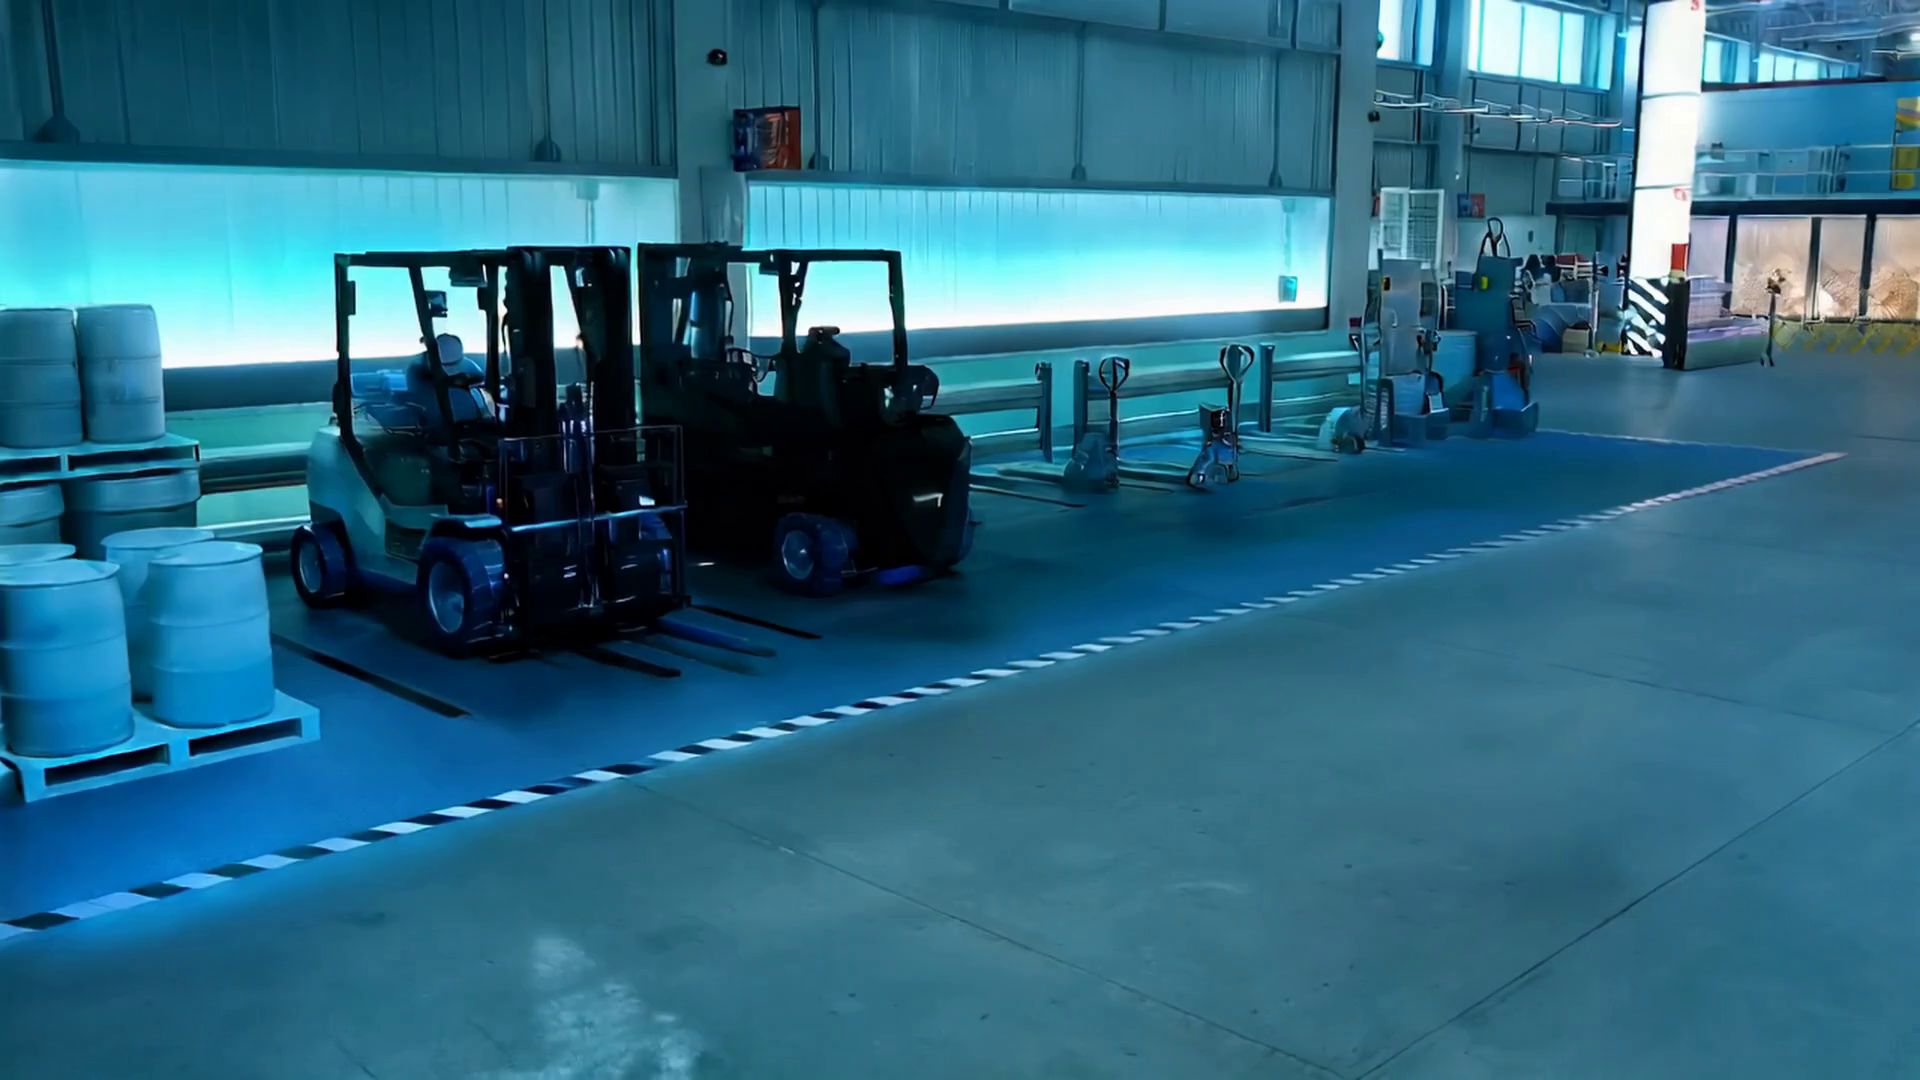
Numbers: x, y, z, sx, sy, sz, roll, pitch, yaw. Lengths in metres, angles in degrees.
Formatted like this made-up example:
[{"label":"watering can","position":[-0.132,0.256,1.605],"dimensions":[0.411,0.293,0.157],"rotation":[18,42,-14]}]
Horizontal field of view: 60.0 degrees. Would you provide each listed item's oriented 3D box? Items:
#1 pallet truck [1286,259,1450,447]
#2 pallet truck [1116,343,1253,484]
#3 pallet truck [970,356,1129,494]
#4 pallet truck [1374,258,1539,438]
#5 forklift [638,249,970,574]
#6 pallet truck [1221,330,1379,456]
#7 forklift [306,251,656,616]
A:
[{"label":"pallet truck","position":[4.493,-2.078,18.196],"dimensions":[0.823,1.965,1.885],"rotation":[-9,14,-40]},{"label":"pallet truck","position":[1.962,-1.215,15.415],"dimensions":[1.522,1.261,0.704],"rotation":[10,14,43]},{"label":"pallet truck","position":[0.784,-1.085,14.876],"dimensions":[0.680,1.201,1.601],"rotation":[-10,14,-44]},{"label":"pallet truck","position":[5.704,-2.208,18.901],"dimensions":[1.885,1.965,0.823],"rotation":[10,14,43]},{"label":"forklift","position":[-1.173,-0.958,11.239],"dimensions":[2.680,1.987,1.157],"rotation":[10,14,43]},{"label":"pallet truck","position":[3.563,-1.581,17.381],"dimensions":[0.653,1.274,1.630],"rotation":[-10,14,-44]},{"label":"forklift","position":[-2.833,-0.669,9.694],"dimensions":[1.157,1.987,2.680],"rotation":[-10,14,-44]}]
